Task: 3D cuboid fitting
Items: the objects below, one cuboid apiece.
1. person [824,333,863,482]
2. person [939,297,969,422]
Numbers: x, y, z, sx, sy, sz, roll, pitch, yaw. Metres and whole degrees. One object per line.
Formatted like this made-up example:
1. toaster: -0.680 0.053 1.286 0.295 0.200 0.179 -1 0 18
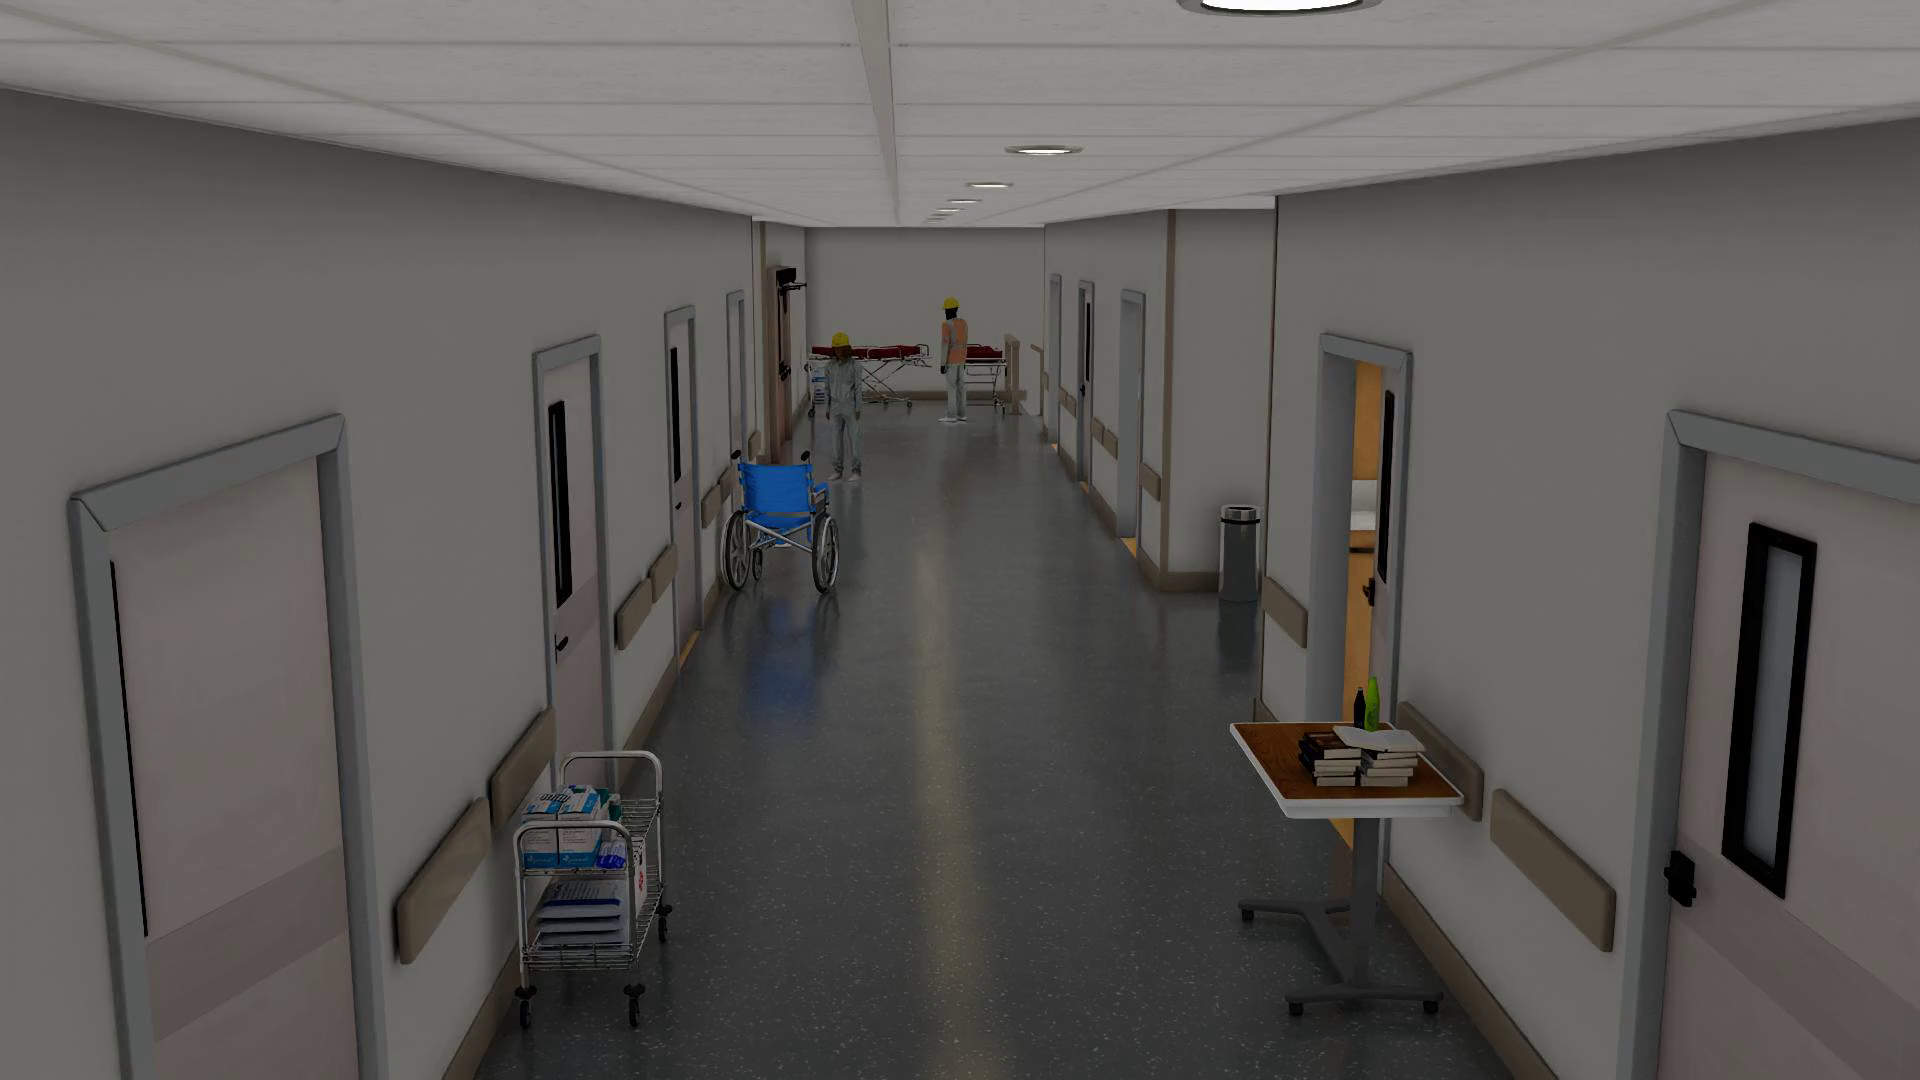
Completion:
1. person: -1.353 -1.531 19.251 0.480 1.733 0.337 4 11 19
2. person: -0.109 -2.775 25.665 0.398 1.920 0.586 8 13 36
